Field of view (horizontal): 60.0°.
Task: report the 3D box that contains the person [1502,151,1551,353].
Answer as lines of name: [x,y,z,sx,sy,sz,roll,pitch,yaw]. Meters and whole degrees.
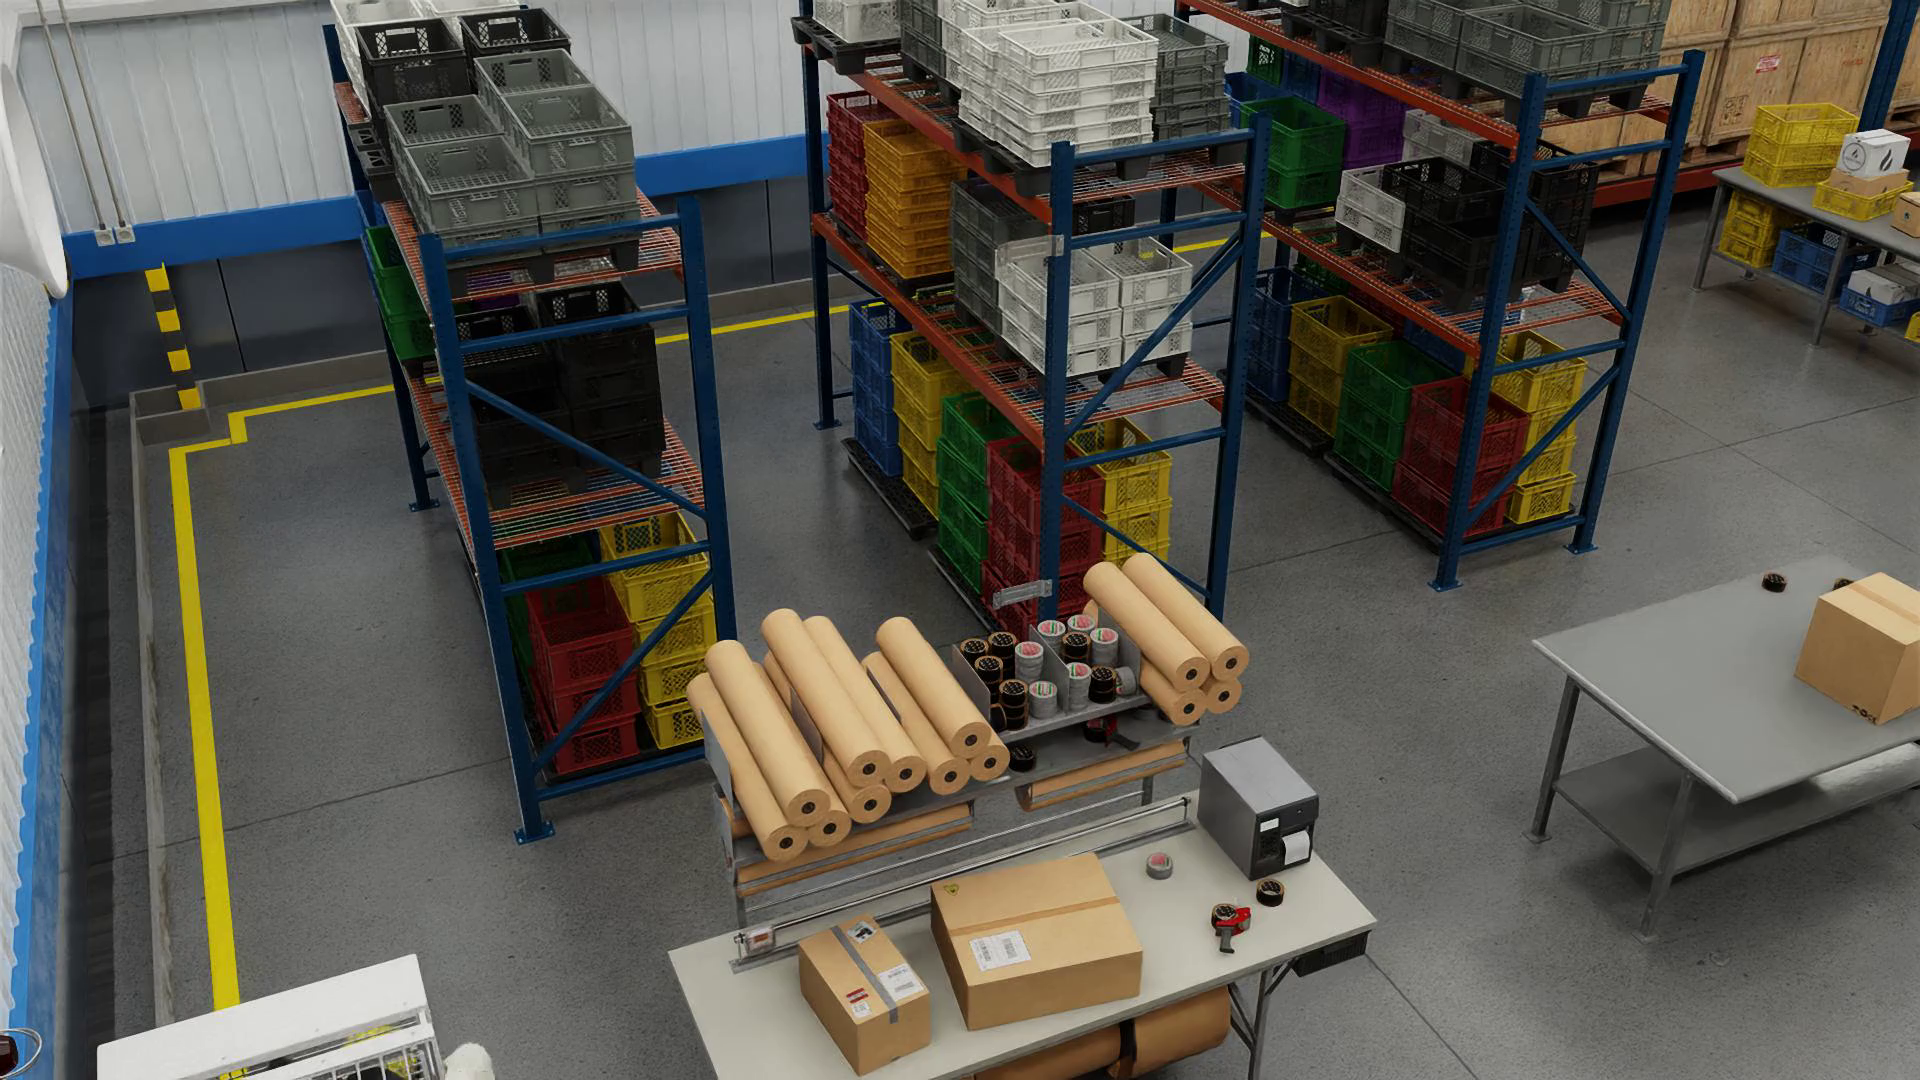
person: [3.701,-1.721,11.223,0.359,1.886,0.572,22,38,31]

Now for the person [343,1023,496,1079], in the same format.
person: [-1.642,2.066,5.249,0.575,1.706,0.572,22,38,31]
